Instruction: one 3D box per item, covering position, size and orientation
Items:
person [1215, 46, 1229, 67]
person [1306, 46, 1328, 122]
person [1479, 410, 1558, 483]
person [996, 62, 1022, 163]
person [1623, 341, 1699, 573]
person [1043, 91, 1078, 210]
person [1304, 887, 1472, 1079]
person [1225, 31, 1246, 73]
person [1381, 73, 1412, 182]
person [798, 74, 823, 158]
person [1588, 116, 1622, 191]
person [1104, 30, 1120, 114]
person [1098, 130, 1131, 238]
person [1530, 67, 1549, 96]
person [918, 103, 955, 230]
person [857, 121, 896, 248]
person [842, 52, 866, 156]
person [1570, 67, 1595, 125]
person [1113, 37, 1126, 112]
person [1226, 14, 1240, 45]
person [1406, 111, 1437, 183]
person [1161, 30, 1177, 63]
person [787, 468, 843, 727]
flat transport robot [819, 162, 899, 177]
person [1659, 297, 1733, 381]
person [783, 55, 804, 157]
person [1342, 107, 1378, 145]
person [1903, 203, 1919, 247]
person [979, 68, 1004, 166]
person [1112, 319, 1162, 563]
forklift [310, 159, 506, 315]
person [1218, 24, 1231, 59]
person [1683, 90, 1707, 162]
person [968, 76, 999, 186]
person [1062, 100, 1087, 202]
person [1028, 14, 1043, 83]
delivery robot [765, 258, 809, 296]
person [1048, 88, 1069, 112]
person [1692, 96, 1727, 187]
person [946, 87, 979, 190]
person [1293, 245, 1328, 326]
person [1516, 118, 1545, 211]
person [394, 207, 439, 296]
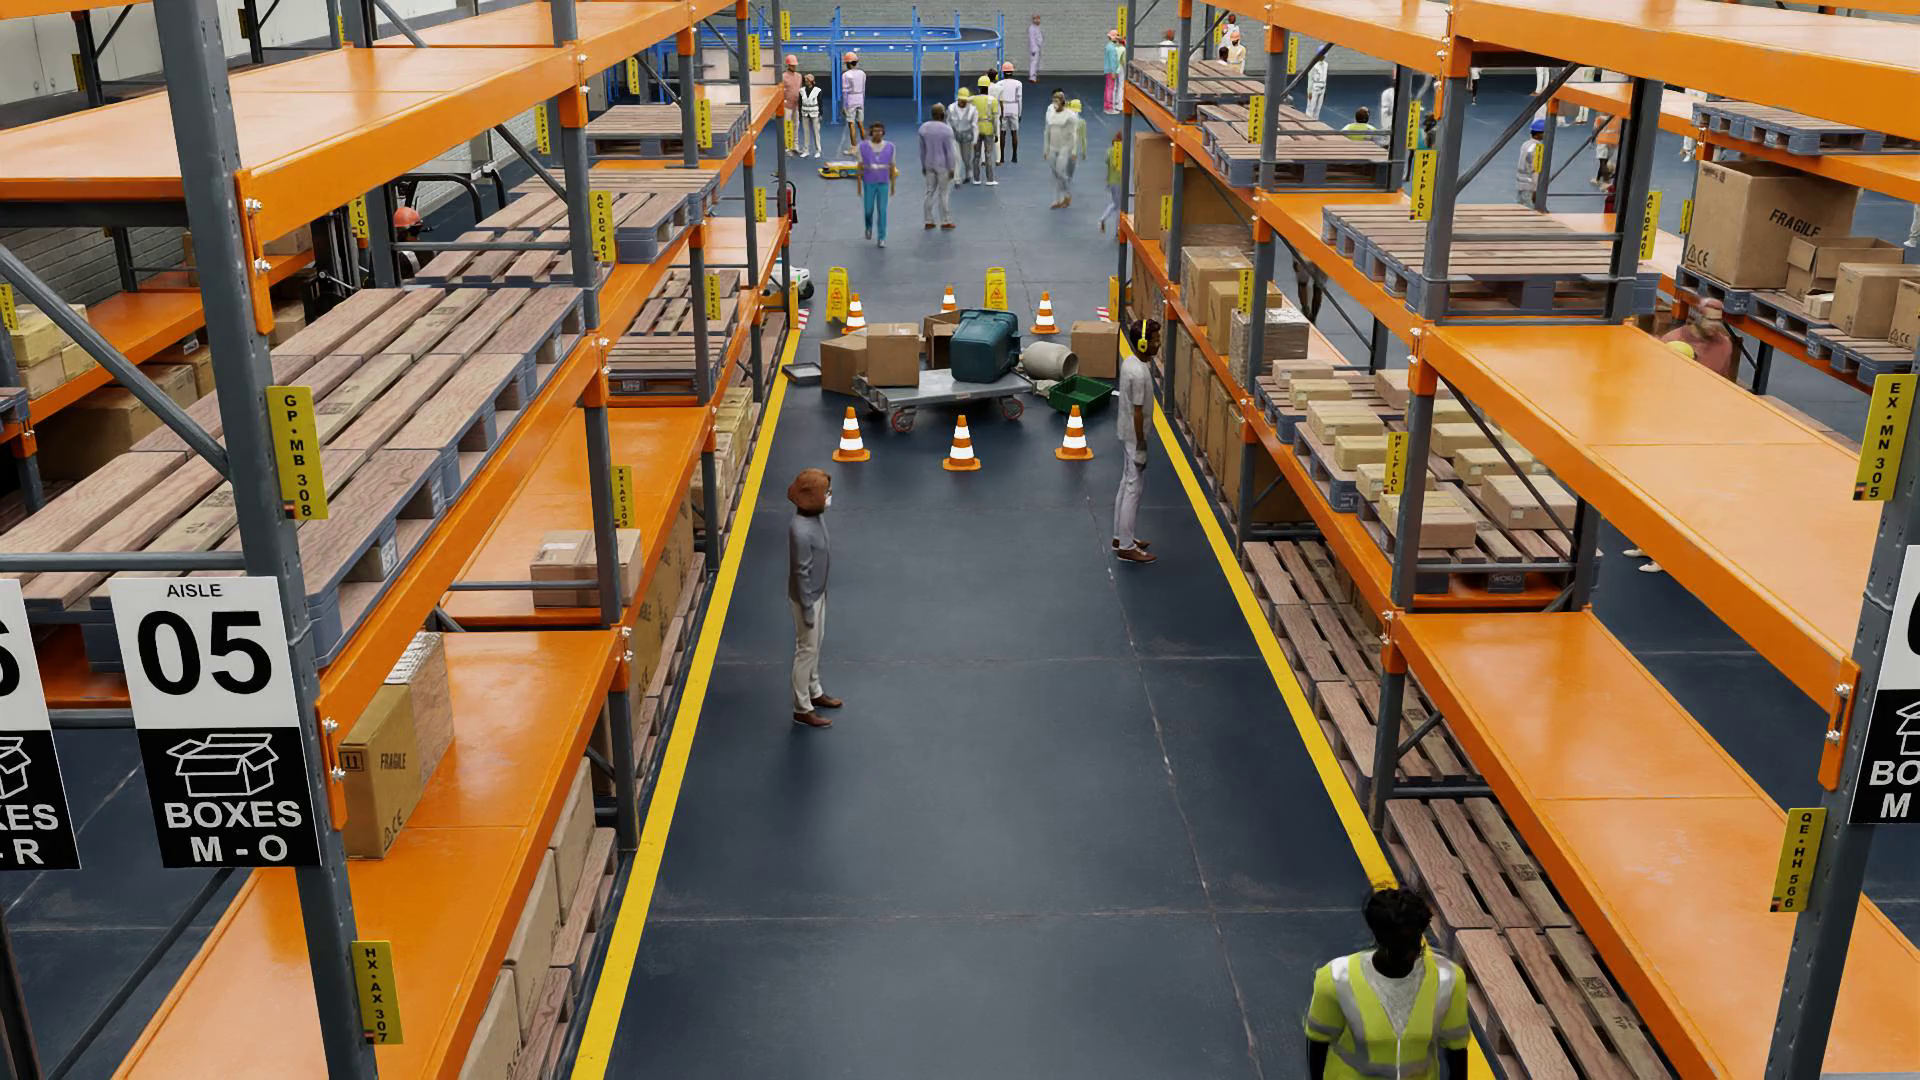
[{"bbox_3d":[5.730,-9.928,36.787,0.409,1.908,0.597,-6,21,-15],"label":"person"},{"bbox_3d":[7.861,-9.866,36.572,0.605,1.939,0.411,-18,27,-40],"label":"person"},{"bbox_3d":[3.961,-0.441,11.888,0.606,1.772,0.968,7,22,17],"label":"person"},{"bbox_3d":[0.941,-8.408,32.740,0.543,1.929,0.386,-2,21,-5],"label":"person"},{"bbox_3d":[5.255,-0.621,12.389,0.327,1.760,0.523,1,21,4],"label":"person"},{"bbox_3d":[1.632,-6.425,27.494,0.656,1.926,0.436,18,27,40],"label":"person"},{"bbox_3d":[1.471,1.954,5.703,0.549,1.672,0.717,-2,21,-5],"label":"person"},{"bbox_3d":[6.754,-11.562,41.065,0.543,1.933,0.364,17,27,38],"label":"person"},{"bbox_3d":[7.980,-7.555,30.376,0.625,2.001,0.983,-4,21,-9],"label":"person"},{"bbox_3d":[-3.004,-8.522,33.436,0.522,1.640,0.310,7,22,17],"label":"person"},{"bbox_3d":[11.490,-7.058,29.560,0.546,1.646,0.913,-2,21,-6],"label":"person"},{"bbox_3d":[3.710,-11.458,40.709,0.383,1.992,0.609,-3,21,-7],"label":"person"},{"bbox_3d":[2.361,-5.364,25.107,0.458,1.619,0.523,-14,25,-32],"label":"person"},{"bbox_3d":[15.646,-12.909,44.621,0.629,1.936,0.371,-13,24,-31],"label":"person"},{"bbox_3d":[-0.346,-5.785,25.789,0.635,1.936,0.355,13,24,31],"label":"person"},{"bbox_3d":[-1.232,-5.247,24.506,0.585,1.833,0.495,-4,21,-10],"label":"person"},{"bbox_3d":[-2.179,-8.852,33.772,0.419,2.034,0.604,17,26,37],"label":"person"},{"bbox_3d":[14.506,-10.486,38.653,0.507,1.623,0.294,-15,25,-34],"label":"person"},{"bbox_3d":[3.944,-11.508,41.039,0.392,1.847,0.563,-8,22,-21],"label":"person"},{"bbox_3d":[7.902,-14.377,48.576,0.574,1.883,0.355,15,26,35],"label":"person"},{"bbox_3d":[7.159,-5.634,25.545,0.541,1.822,0.759,2,21,6],"label":"person"},{"bbox_3d":[5.330,-12.084,42.542,0.445,1.869,0.586,-18,27,-38],"label":"person"},{"bbox_3d":[-0.891,0.340,10.036,0.291,1.625,0.506,2,21,6],"label":"person"},{"bbox_3d":[-1.912,-6.989,31.290,1.431,0.197,0.652,-4,21,-10],"label":"flat transport robot"},{"bbox_3d":[5.766,-0.999,13.207,0.661,1.890,0.409,-3,21,-8],"label":"person"},{"bbox_3d":[-3.390,-8.772,33.603,0.395,1.993,0.616,18,27,40],"label":"person"},{"bbox_3d":[6.257,-5.853,26.102,0.621,1.845,0.429,14,25,33],"label":"person"},{"bbox_3d":[14.289,-5.189,24.496,0.486,1.736,0.320,1,21,3],"label":"person"},{"bbox_3d":[0.608,-8.201,32.292,0.500,1.860,0.327,2,21,6],"label":"person"},{"bbox_3d":[1.343,-0.761,12.605,0.309,1.868,0.535,-1,21,-3],"label":"person"},{"bbox_3d":[-5.622,-2.910,17.832,2.313,2.155,1.214,-1,21,-1],"label":"forklift"},{"bbox_3d":[7.342,-13.524,46.498,0.335,1.749,0.575,-5,21,-12],"label":"person"},{"bbox_3d":[14.615,-8.316,32.748,0.493,1.742,0.322,11,23,26],"label":"person"},{"bbox_3d":[0.412,-7.353,29.979,0.603,1.940,0.424,9,22,22],"label":"person"},{"bbox_3d":[1.861,-6.604,28.242,0.540,1.724,0.648,-3,21,-8],"label":"person"},{"bbox_3d":[2.190,-14.242,48.186,0.405,1.906,0.645,5,21,14],"label":"person"},{"bbox_3d":[-2.283,-3.335,21.105,0.707,0.478,0.477,7,22,18],"label":"delivery robot"},{"bbox_3d":[1.910,-7.593,30.977,0.532,1.641,0.735,3,21,9],"label":"person"},{"bbox_3d":[12.644,-6.590,28.012,0.535,1.869,0.314,9,22,22],"label":"person"},{"bbox_3d":[0.043,-7.242,29.865,0.614,1.786,0.868,3,21,8],"label":"person"},{"bbox_3d":[4.121,-3.308,19.267,0.550,1.920,0.566,1,21,2],"label":"person"},{"bbox_3d":[8.181,-5.063,23.864,0.406,1.947,0.607,-1,21,-2],"label":"person"},{"bbox_3d":[-5.287,-2.222,16.225,0.393,2.041,0.614,5,21,14],"label":"person"}]
